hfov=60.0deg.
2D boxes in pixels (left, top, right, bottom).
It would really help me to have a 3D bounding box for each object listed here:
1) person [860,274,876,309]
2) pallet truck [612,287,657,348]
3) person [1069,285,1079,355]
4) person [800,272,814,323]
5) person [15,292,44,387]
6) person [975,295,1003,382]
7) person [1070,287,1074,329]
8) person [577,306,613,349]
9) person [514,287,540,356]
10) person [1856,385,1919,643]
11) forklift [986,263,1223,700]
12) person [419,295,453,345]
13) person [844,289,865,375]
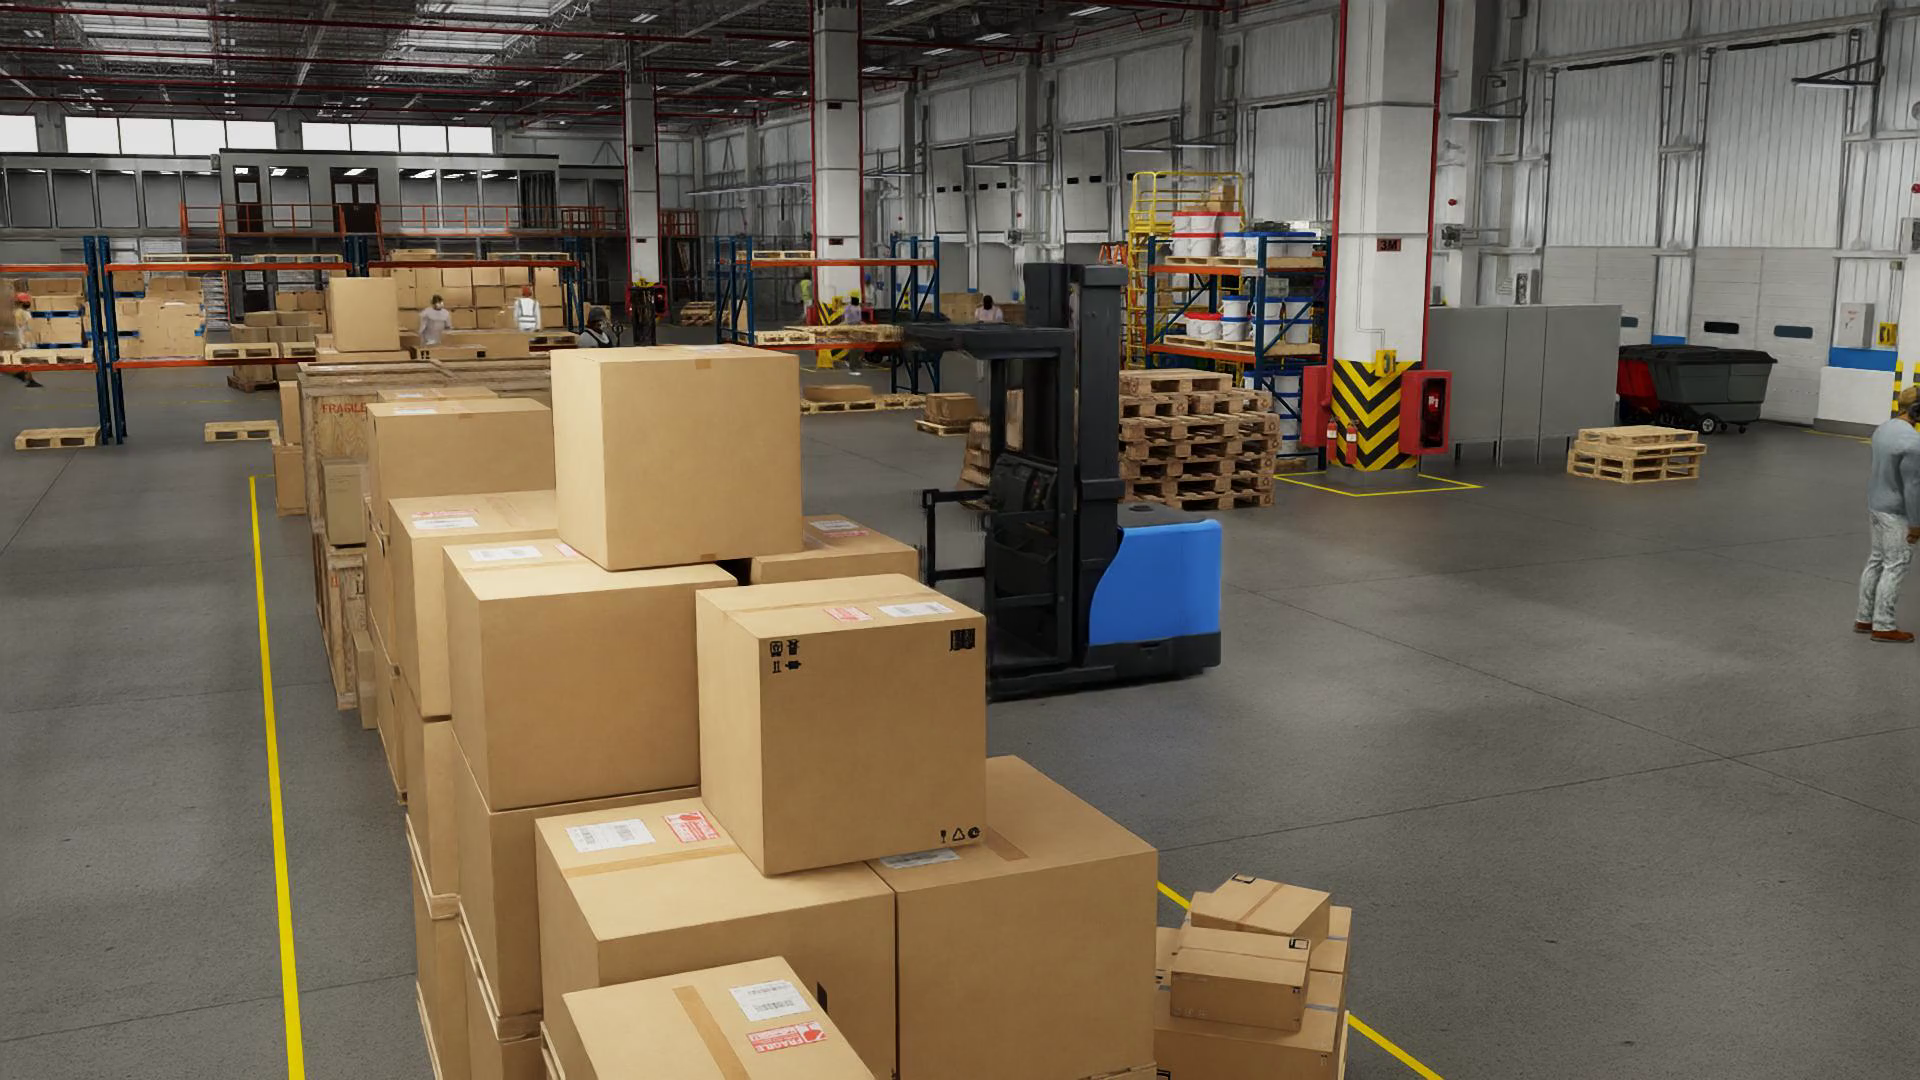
[{"bbox_3d":[-2.763,-7.089,50.453,0.651,1.894,0.986,-6,12,-28],"label":"person"},{"bbox_3d":[-6.464,-4.406,35.401,0.823,1.965,1.885,6,12,32],"label":"pallet truck"},{"bbox_3d":[2.694,-5.674,42.887,0.823,1.824,0.527,-1,10,-5],"label":"person"},{"bbox_3d":[-5.330,-8.438,58.092,0.640,1.830,0.608,9,14,41],"label":"person"},{"bbox_3d":[-18.819,-4.022,33.496,0.474,1.922,0.552,-1,10,-4],"label":"person"},{"bbox_3d":[0.574,-4.188,34.674,0.630,1.820,0.636,2,11,13],"label":"person"},{"bbox_3d":[3.071,-6.697,48.028,0.373,1.997,0.615,-6,12,-29],"label":"person"},{"bbox_3d":[-5.121,-2.307,23.719,0.536,2.000,0.680,3,11,16],"label":"person"},{"bbox_3d":[-10.281,-5.077,39.477,0.608,1.875,0.401,-4,11,-22],"label":"person"},{"bbox_3d":[6.965,-0.188,12.371,0.380,1.928,0.636,1,10,4],"label":"person"},{"bbox_3d":[0.770,-0.478,11.321,1.873,2.768,1.129,-4,11,-23],"label":"forklift"},{"bbox_3d":[-10.361,-3.927,33.090,1.041,1.875,0.641,10,14,43],"label":"person"},{"bbox_3d":[-2.328,-4.562,36.509,0.442,1.904,0.590,7,12,33],"label":"person"}]
